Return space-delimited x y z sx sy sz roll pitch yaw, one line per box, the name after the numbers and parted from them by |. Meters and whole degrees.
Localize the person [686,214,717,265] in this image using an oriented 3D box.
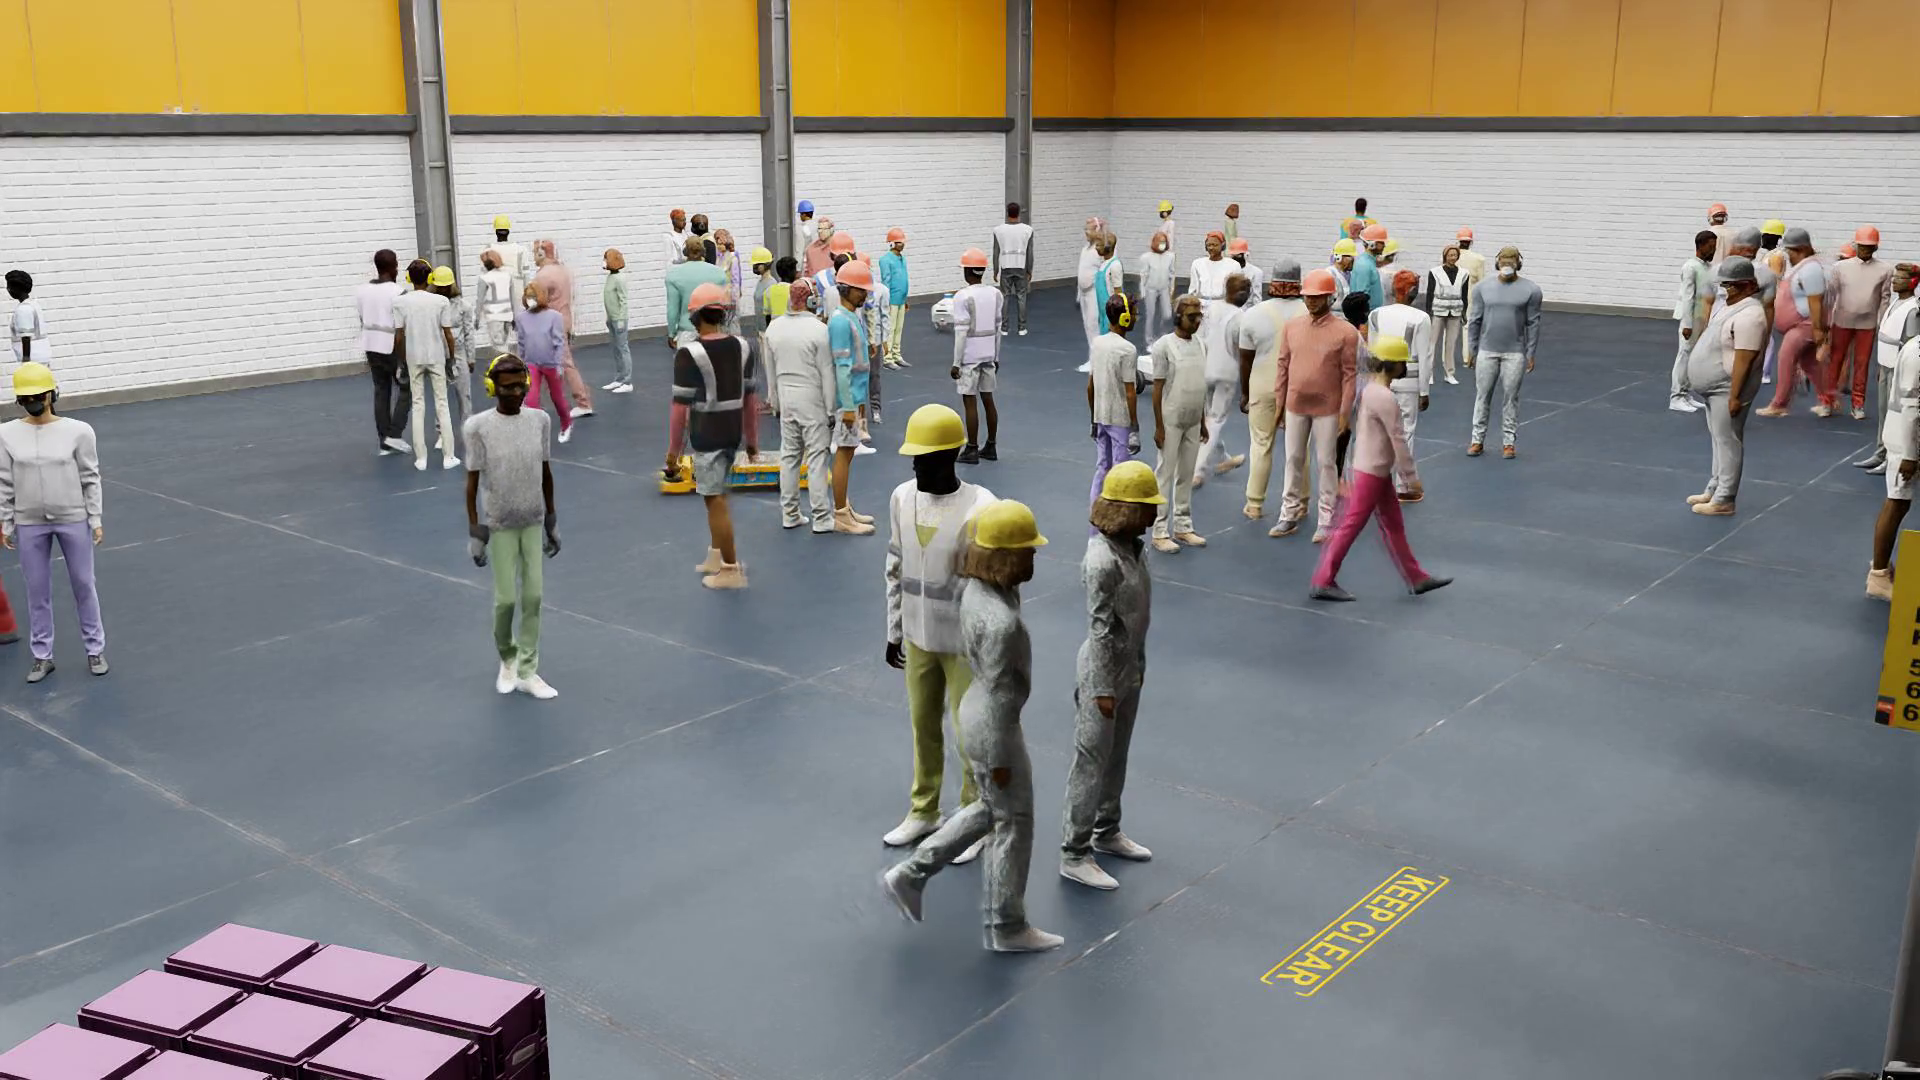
-3.475 -3.464 22.418 0.429 1.843 0.637 -5 15 -19 | person

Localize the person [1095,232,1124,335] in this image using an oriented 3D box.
1.671 -2.539 18.719 0.329 1.842 0.509 -2 14 -10 | person

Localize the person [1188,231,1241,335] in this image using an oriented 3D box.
2.771 -2.435 18.224 0.584 1.882 0.347 6 15 22 | person

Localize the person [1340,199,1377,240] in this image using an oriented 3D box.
6.274 -4.424 26.207 0.605 1.864 0.921 3 14 10 | person

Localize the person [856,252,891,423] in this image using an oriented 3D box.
-0.994 -2.062 16.997 0.568 1.751 0.329 0 14 1 | person

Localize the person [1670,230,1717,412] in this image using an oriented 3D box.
7.846 -2.344 17.791 0.380 1.917 0.596 11 18 38 | person

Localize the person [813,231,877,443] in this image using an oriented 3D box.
-1.096 -1.925 15.894 0.614 2.030 0.409 -5 15 -18 | person

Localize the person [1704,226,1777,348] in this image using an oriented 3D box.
7.806 -2.142 16.735 0.783 2.000 0.693 -14 19 -43 | person

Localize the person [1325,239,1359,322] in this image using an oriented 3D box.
4.076 -2.330 17.937 0.404 1.823 0.591 13 19 41 | person

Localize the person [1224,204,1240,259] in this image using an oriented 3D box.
4.829 -5.182 29.731 0.287 1.623 0.501 2 14 9 | person

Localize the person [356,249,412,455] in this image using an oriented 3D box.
-5.292 -1.724 15.358 0.617 1.898 0.448 5 15 20 | person

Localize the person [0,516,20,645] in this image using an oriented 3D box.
-5.627 -0.127 9.369 0.543 1.706 0.768 2 14 7 | person

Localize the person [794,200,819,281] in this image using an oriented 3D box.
-2.199 -3.962 24.220 0.417 1.939 0.607 9 17 32 | person

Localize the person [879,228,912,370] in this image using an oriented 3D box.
-0.794 -3.017 20.811 0.327 1.752 0.561 6 15 23 | person

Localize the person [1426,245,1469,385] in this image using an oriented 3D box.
5.714 -2.643 19.545 0.514 1.642 0.310 -1 14 -5 | person

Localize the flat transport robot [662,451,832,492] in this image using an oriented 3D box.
-1.808 -0.596 14.142 1.431 0.197 0.652 -3 14 -11 | flat transport robot

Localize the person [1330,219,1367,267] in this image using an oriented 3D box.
4.767 -2.908 20.068 0.409 1.909 0.640 -12 18 -39 | person

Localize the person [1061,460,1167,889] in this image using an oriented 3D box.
0.636 0.532 6.684 0.353 1.737 0.483 7 16 27 | person

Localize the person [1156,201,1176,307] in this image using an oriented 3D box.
3.454 -4.809 27.972 0.340 1.761 0.524 -2 14 -10 | person

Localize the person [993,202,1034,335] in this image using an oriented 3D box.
0.773 -3.929 24.140 0.594 1.911 0.385 0 14 -2 | person

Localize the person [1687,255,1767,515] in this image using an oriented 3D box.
5.993 -1.222 13.057 0.535 2.000 0.679 4 14 14 | person

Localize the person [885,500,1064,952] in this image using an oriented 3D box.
0.068 0.693 6.044 0.574 1.724 0.489 -2 14 -10 | person

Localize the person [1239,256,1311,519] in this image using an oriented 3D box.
2.478 -1.176 12.875 0.682 2.000 0.537 1 14 4 | person

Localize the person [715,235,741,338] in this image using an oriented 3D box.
-2.983 -3.092 21.344 0.307 1.641 0.511 -10 17 -35 | person

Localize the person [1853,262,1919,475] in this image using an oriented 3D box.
8.171 -1.485 14.496 0.389 1.850 0.566 3 14 11 | person

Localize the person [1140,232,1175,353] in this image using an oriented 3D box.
2.635 -3.299 22.224 0.510 1.619 0.386 -3 14 -13 | person

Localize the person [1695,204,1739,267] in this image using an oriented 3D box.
10.026 -3.477 22.182 0.621 1.981 0.408 -2 14 -8 | person

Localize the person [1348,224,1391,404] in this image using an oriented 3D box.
4.323 -2.348 17.666 0.406 1.987 0.614 5 15 19 | person

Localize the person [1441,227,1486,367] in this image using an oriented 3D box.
6.323 -3.061 20.990 0.572 1.749 0.334 4 15 17 | person

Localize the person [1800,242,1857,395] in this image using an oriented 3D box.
9.844 -2.471 18.681 0.712 1.728 0.574 -7 16 -26 | person

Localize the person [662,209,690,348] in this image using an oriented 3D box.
-3.835 -3.575 22.782 0.350 1.882 0.583 5 15 19 | person

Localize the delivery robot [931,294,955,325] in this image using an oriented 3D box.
-0.181 -3.384 24.519 0.477 0.478 0.707 3 15 14 | delivery robot

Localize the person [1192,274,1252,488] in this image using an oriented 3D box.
2.222 -1.352 14.120 0.583 1.787 0.863 13 19 41 | person
